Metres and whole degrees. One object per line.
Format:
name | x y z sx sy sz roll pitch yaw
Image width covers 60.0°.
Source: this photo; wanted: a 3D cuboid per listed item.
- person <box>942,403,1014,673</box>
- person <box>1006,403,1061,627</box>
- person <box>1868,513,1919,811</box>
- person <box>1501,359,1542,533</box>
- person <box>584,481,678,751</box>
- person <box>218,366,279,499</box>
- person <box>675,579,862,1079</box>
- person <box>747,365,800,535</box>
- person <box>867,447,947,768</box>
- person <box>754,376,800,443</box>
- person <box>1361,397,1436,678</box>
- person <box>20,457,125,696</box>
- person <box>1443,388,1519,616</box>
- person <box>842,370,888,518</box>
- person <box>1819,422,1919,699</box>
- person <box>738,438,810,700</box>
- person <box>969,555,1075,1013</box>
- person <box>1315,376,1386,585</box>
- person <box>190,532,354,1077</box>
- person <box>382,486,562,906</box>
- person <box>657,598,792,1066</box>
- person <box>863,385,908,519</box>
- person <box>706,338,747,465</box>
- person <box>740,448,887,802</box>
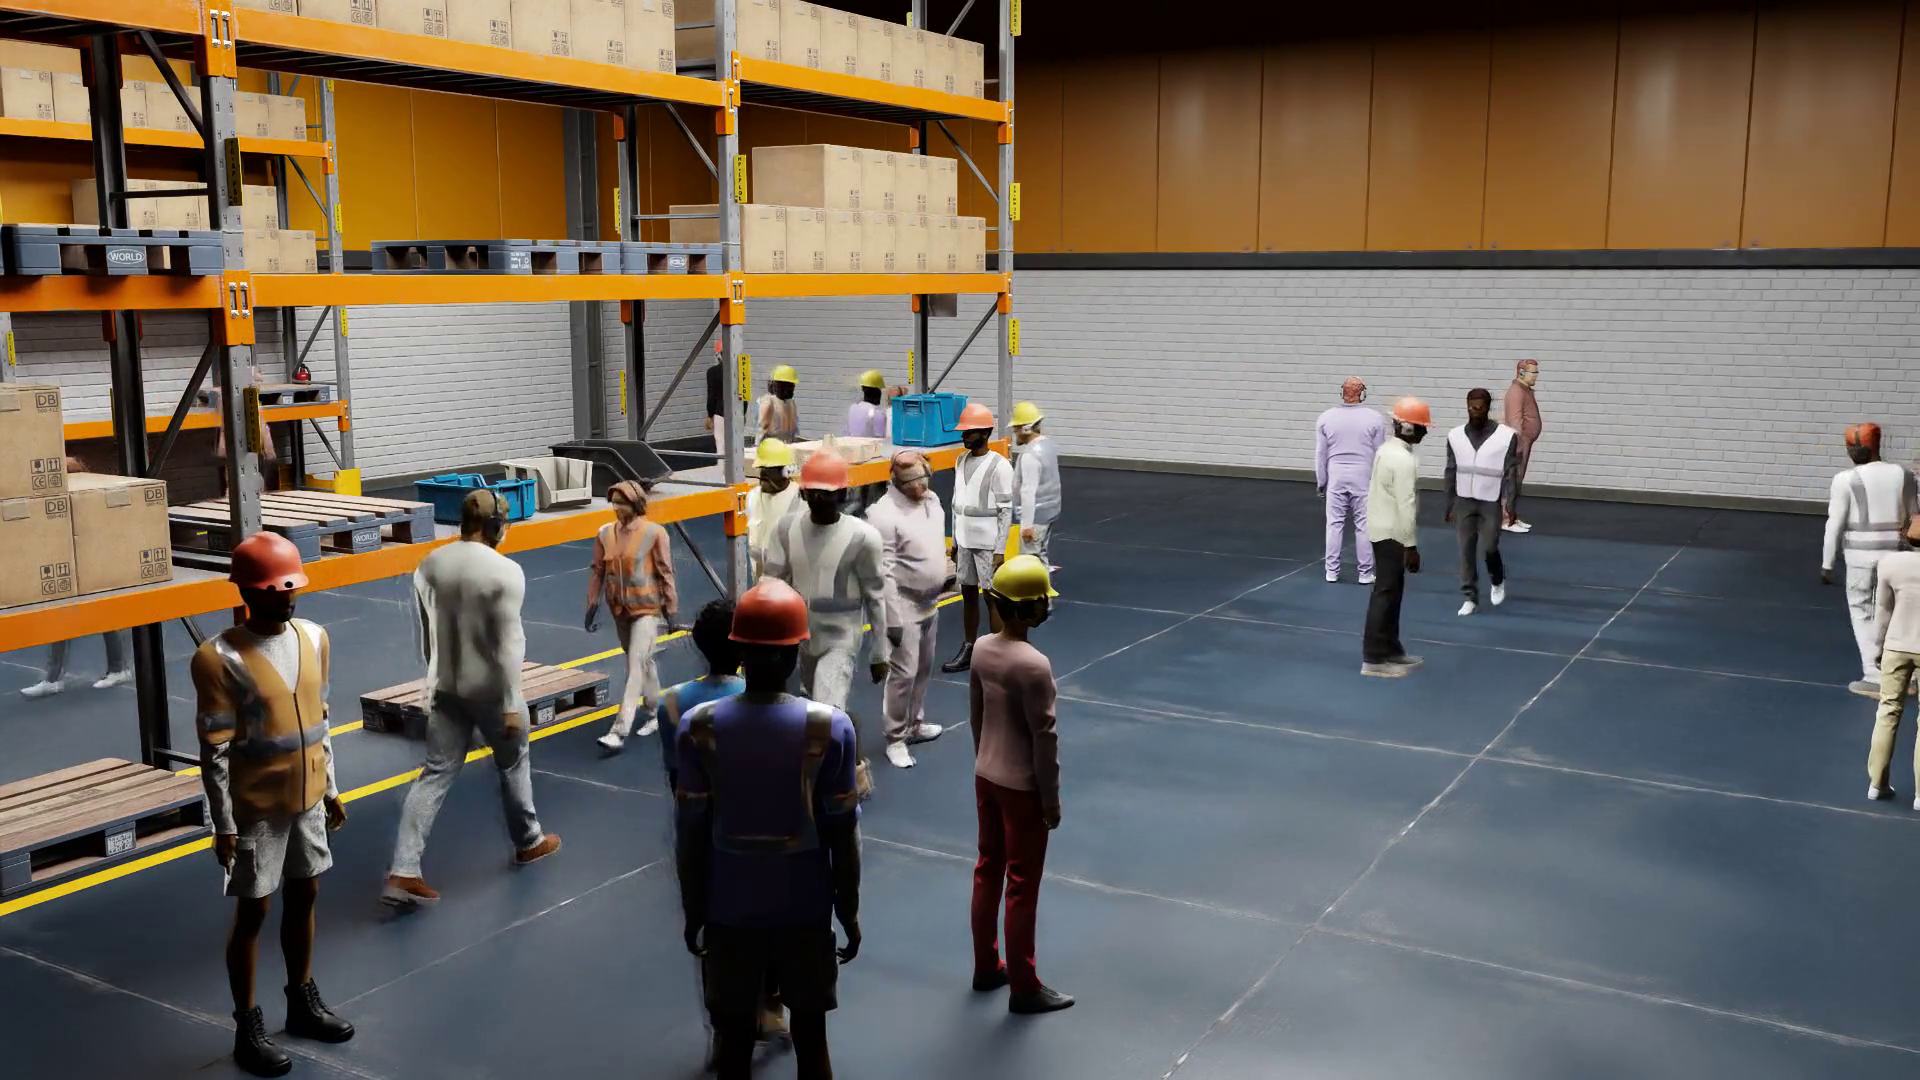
person | 0.121 0.008 11.689 0.359 1.939 0.543 -8 12 -42
person | 0.580 -0.197 13.372 0.441 1.808 0.615 3 9 16
person | 5.105 0.621 8.837 0.270 1.627 0.497 -8 12 -40
person | 6.200 -1.042 18.351 0.401 1.904 0.648 4 10 23
person | -2.012 0.452 9.952 0.548 1.593 0.834 5 10 27
person | -7.543 -0.927 17.779 0.986 1.853 0.654 -9 13 -43
person | -0.567 1.078 5.016 0.552 1.934 0.373 0 9 2
person | -1.901 -0.923 17.724 1.029 1.870 0.598 4 10 23
person | -0.271 0.373 9.665 0.462 1.865 0.793 5 10 27
person | -2.234 -1.220 20.438 0.540 1.590 0.875 -3 10 -19
person | 3.107 -0.018 11.785 0.523 1.971 0.626 1 9 3
person | -5.992 0.254 11.179 0.510 1.599 0.769 4 10 22
person | 4.342 -0.323 13.855 0.627 1.902 0.497 7 11 36
person | -0.955 -0.726 16.394 0.820 1.903 0.596 -8 12 -40
person | 6.122 0.138 11.152 0.629 1.848 0.422 0 9 -1
person | -1.184 0.252 10.607 0.606 1.783 0.908 5 10 28
person | 0.228 0.933 6.449 0.315 1.770 0.524 -5 11 -30
person | 3.581 -0.542 15.218 0.637 1.911 0.403 4 10 25
person | -2.436 0.925 5.970 0.371 1.935 0.551 5 10 27
person | -2.261 0.698 7.600 0.635 1.879 1.057 4 10 22
person | -0.821 1.042 6.023 0.547 1.672 0.477 3 10 18
person | -0.739 -0.915 18.472 0.749 1.616 0.518 -5 10 -26
person | -3.107 -1.682 22.065 0.622 1.990 0.401 -8 12 -41
person | -0.700 0.517 8.410 0.623 1.982 1.098 5 10 28
